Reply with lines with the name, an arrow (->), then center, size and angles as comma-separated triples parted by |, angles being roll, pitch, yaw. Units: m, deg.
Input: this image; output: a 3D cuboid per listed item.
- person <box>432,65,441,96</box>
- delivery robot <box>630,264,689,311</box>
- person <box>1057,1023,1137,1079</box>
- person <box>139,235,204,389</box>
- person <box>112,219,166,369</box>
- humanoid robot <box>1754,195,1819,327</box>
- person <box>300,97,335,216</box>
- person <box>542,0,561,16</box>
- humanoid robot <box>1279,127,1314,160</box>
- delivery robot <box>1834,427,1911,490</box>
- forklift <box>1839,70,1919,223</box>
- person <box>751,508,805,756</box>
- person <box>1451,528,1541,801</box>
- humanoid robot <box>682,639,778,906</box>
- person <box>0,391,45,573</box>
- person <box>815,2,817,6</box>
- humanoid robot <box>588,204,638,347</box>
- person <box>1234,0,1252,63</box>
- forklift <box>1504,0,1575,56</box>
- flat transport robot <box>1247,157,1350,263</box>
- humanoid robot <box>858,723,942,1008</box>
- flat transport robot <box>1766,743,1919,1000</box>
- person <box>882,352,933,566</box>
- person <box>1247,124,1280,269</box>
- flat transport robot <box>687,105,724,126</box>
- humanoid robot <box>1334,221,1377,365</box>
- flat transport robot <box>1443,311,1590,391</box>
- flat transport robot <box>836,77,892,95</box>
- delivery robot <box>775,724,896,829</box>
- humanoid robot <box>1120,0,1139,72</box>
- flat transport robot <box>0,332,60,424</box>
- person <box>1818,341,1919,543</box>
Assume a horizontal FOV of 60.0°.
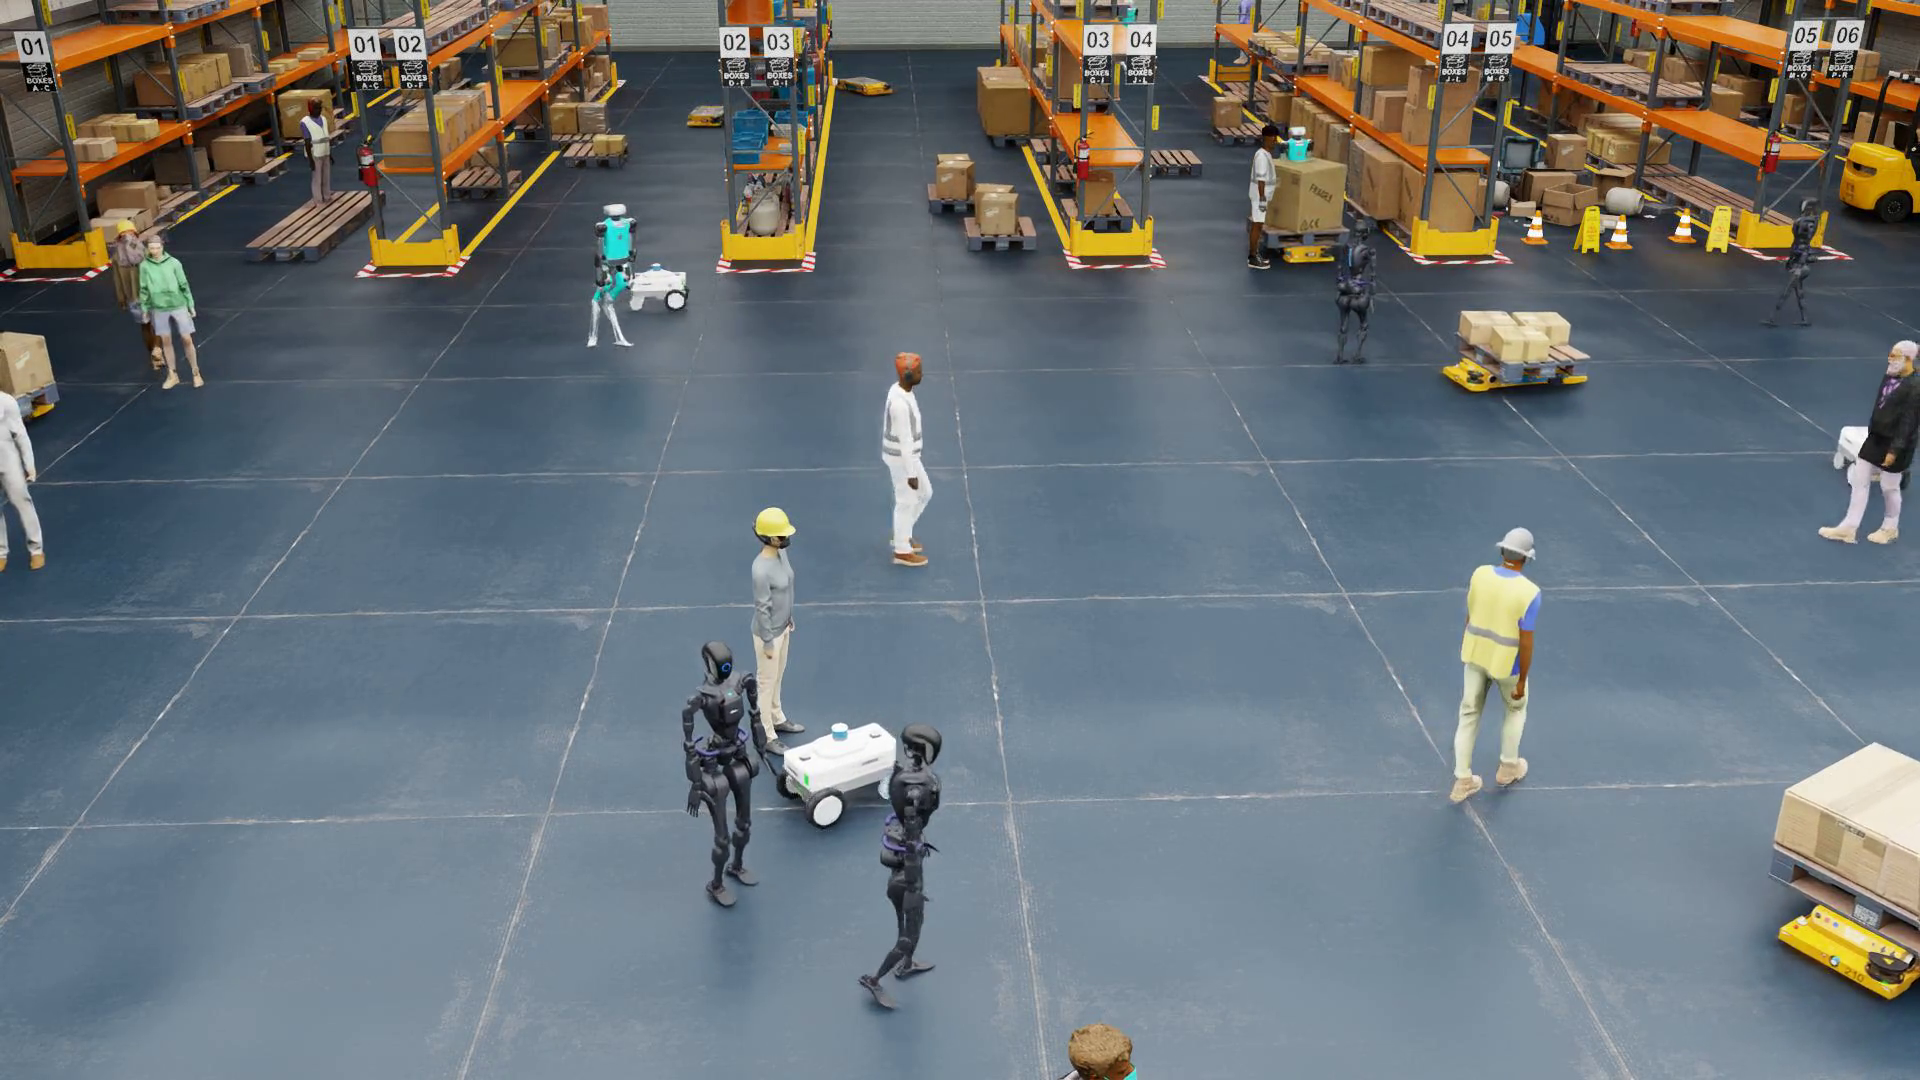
person -> -11.023, -9.610, 34.365 | 0.543, 1.645, 0.887 | -1, 24, -2
delivery robot -> -3.882, -3.263, 21.446 | 0.790, 0.589, 0.499 | -2, 24, -4
person -> 0.505, 2.663, 6.466 | 0.384, 1.917, 0.490 | 2, 24, 4
person -> -8.722, -2.515, 18.335 | 0.516, 1.726, 0.328 | -7, 25, -16
person -> -9.252, -2.756, 18.846 | 0.563, 1.742, 0.486 | -6, 25, -13
humanoid robot -> 10.289, -3.436, 20.491 | 0.717, 1.627, 0.601 | 5, 24, 11
person -> -9.998, -5.962, 25.939 | 0.389, 1.838, 0.564 | 6, 25, 14
person -> -9.974, -12.561, 40.787 | 0.571, 1.822, 0.537 | 21, 31, 39
humanoid robot -> 4.743, -5.166, 24.222 | 0.534, 1.759, 0.693 | -8, 25, -18
delivery robot -> 8.739, -0.809, 15.947 | 0.499, 0.601, 0.783 | 1, 24, 2
forklift -> 15.132, -6.143, 25.915 | 2.313, 2.155, 1.214 | -1, 24, -2
person -> -1.245, 0.601, 11.279 | 0.315, 1.769, 0.522 | 4, 24, 10
person -> 3.508, 0.768, 10.780 | 0.533, 1.861, 0.805 | 20, 31, 38
humanoid robot -> -1.353, 1.327, 9.754 | 0.334, 1.655, 0.611 | 22, 32, 40
person -> -8.062, -0.635, 13.914 | 0.574, 1.889, 0.387 | -6, 25, -13
person -> -3.775, -12.895, 41.626 | 0.782, 1.736, 0.542 | -11, 26, -23
humanoid robot -> -4.205, -3.150, 19.748 | 0.577, 1.777, 0.872 | -19, 30, -36
person -> 7.056, -12.751, 41.242 | 0.399, 1.800, 0.595 | 12, 27, 24
forklift -> 14.700, -13.805, 42.301 | 1.873, 2.768, 1.129 | -1, 24, -2
flat transport robot -> 4.866, -4.270, 24.067 | 0.659, 0.231, 1.431 | -3, 24, -7
humanoid robot -> -0.329, 1.707, 8.917 | 0.473, 1.647, 0.612 | 1, 24, 2
flat transport robot -> 5.455, 2.159, 9.621 | 1.431, 0.231, 0.659 | -15, 28, -31
person -> -0.449, -0.669, 14.008 | 0.408, 1.871, 0.622 | 2, 24, 5
person -> 4.206, -4.785, 23.146 | 0.370, 1.960, 0.601 | 5, 24, 10
flat transport robot -> -5.112, -8.625, 33.853 | 0.659, 0.231, 1.431 | 1, 24, 1
humanoid robot -> 4.522, -2.833, 19.119 | 0.368, 1.645, 0.584 | -18, 30, -35
flat transport robot -> 6.266, -1.905, 18.752 | 1.431, 0.231, 0.659 | -5, 25, -12
flat transport robot -> -2.164, -10.210, 37.414 | 0.659, 0.231, 1.431 | -15, 28, -29
delivery robot -> -0.784, 1.477, 10.798 | 0.791, 0.592, 0.499 | -15, 28, -30
humanoid robot -> 3.809, -11.948, 39.568 | 0.532, 1.777, 1.018 | -16, 29, -32
flat transport robot -> -10.199, -1.237, 17.253 | 0.659, 0.231, 1.431 | 6, 25, 12
person -> 8.024, -0.822, 14.421 | 0.676, 1.825, 0.577 | -4, 24, -9
